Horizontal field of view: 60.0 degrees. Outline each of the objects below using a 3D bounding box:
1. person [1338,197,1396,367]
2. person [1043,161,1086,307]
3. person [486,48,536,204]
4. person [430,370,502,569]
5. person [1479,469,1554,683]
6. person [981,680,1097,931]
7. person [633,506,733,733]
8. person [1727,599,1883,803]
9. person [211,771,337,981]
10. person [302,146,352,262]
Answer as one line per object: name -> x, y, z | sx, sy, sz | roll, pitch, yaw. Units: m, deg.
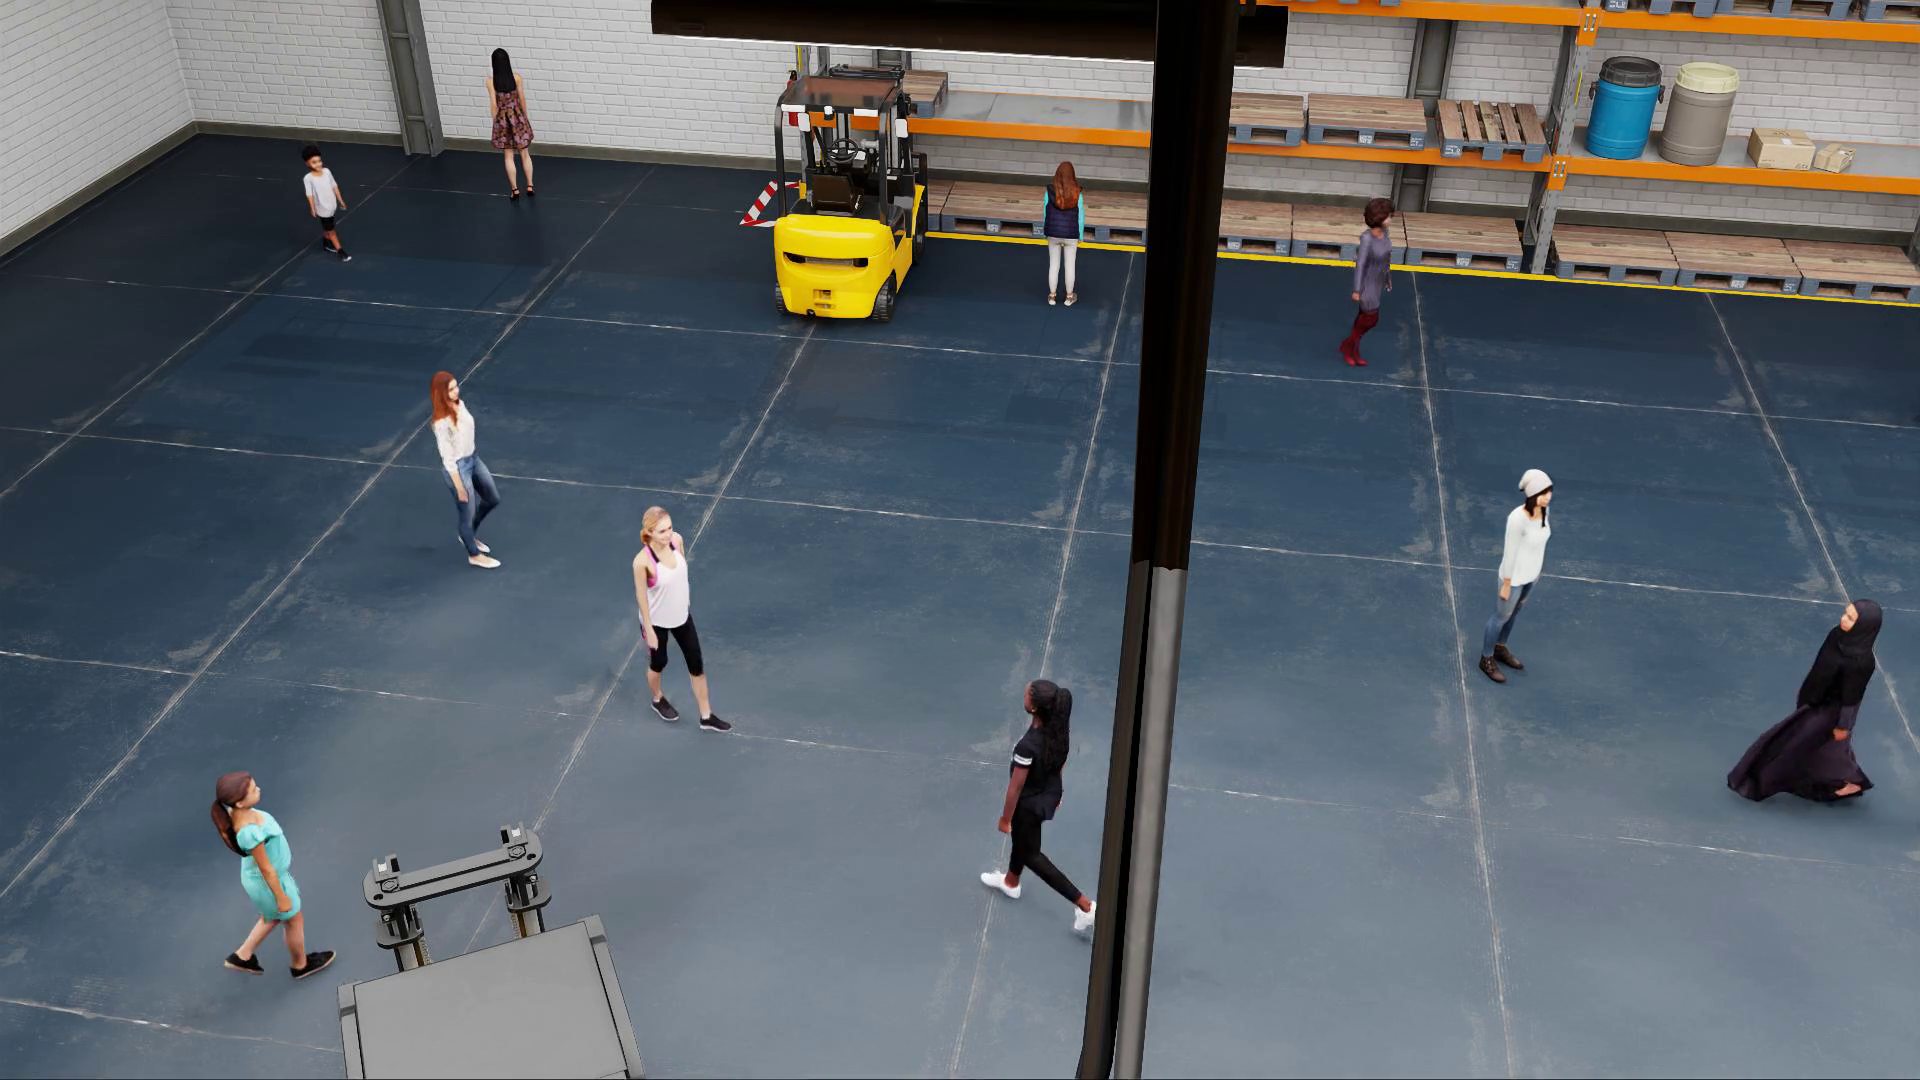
person -> 3.754, -2.408, 15.582 | 0.748, 1.698, 0.711 | 24, 40, 31
person -> 1.036, -3.099, 16.801 | 0.511, 1.499, 0.634 | 7, 34, 10
person -> -5.139, -4.748, 19.033 | 0.797, 1.774, 0.865 | -18, 38, -25
person -> -3.884, -0.542, 12.751 | 0.612, 1.724, 0.612 | 7, 34, 10
person -> 3.917, 0.228, 11.663 | 0.645, 1.645, 0.680 | -27, 42, -34
person -> 0.500, 1.559, 9.606 | 1.171, 1.705, 0.868 | 18, 38, 25
person -> -2.037, 0.498, 11.153 | 1.063, 1.760, 0.920 | 24, 41, 32
person -> 5.543, 1.043, 10.473 | 1.105, 1.605, 0.588 | 5, 34, 8
person -> -3.902, 1.911, 9.221 | 0.881, 1.547, 0.823 | -22, 39, -29
person -> -6.843, -3.628, 17.842 | 0.935, 1.227, 0.766 | 26, 42, 33
